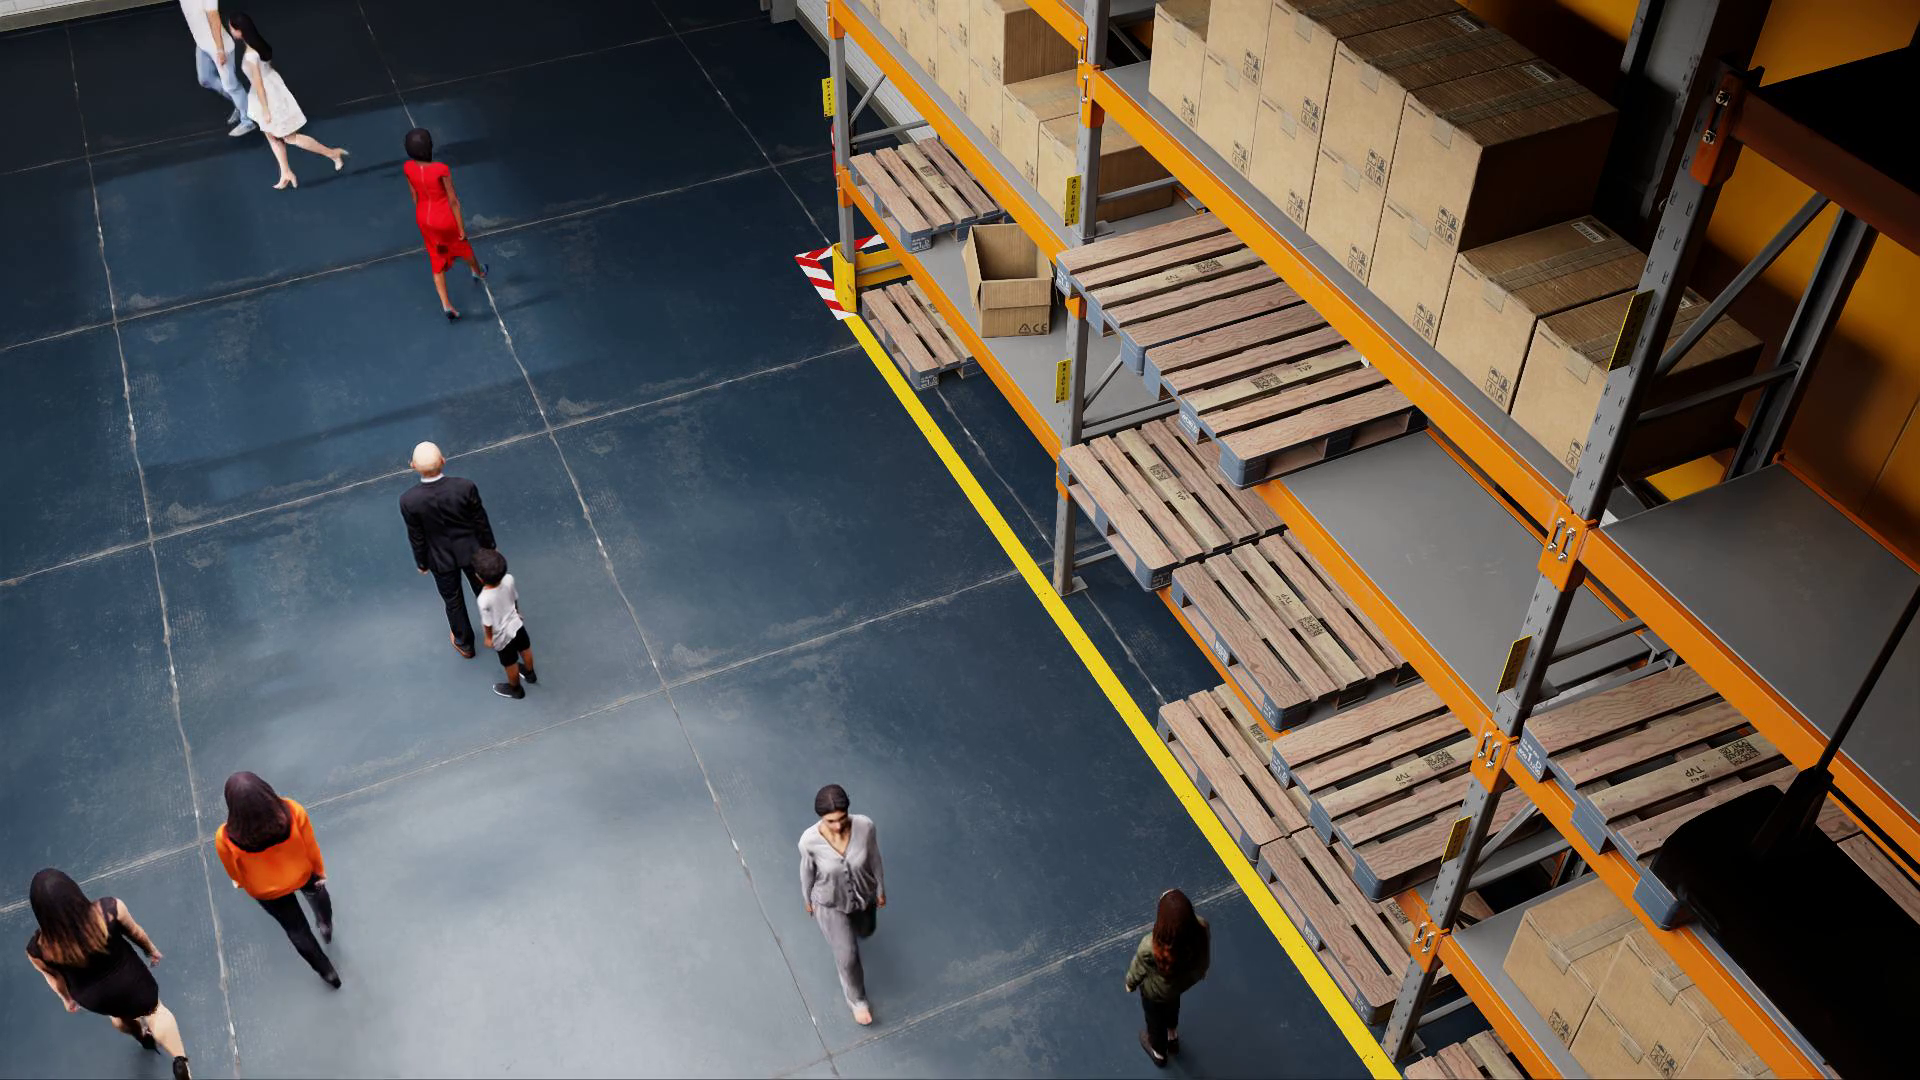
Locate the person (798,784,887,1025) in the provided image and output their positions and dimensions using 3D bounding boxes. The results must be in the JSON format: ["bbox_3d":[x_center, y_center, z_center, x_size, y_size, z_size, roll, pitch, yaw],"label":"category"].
[{"bbox_3d":[-0.650,1.868,9.065,0.620,1.750,0.999,-15,46,-15],"label":"person"}]

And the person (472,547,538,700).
[{"bbox_3d":[-2.965,0.536,10.816,0.633,1.262,0.582,19,47,19],"label":"person"}]

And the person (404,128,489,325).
[{"bbox_3d":[-4.326,-2.546,13.725,0.938,1.713,1.103,5,44,5],"label":"person"}]

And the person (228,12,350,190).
[{"bbox_3d":[-6.203,-3.980,15.203,0.824,1.751,1.019,-4,44,-4],"label":"person"}]

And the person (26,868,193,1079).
[{"bbox_3d":[-4.372,2.335,8.615,0.796,1.694,1.028,-29,51,-27],"label":"person"}]

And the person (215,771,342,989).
[{"bbox_3d":[-3.644,1.899,9.045,0.723,1.732,0.848,-29,51,-27],"label":"person"}]

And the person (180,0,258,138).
[{"bbox_3d":[-7.099,-4.798,15.993,0.769,1.845,0.870,26,49,24],"label":"person"}]

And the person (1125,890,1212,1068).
[{"bbox_3d":[1.126,2.362,8.748,0.593,1.471,0.545,-18,46,-18],"label":"person"}]

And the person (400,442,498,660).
[{"bbox_3d":[-3.313,0.072,10.913,0.663,1.801,0.568,-17,46,-17],"label":"person"}]
